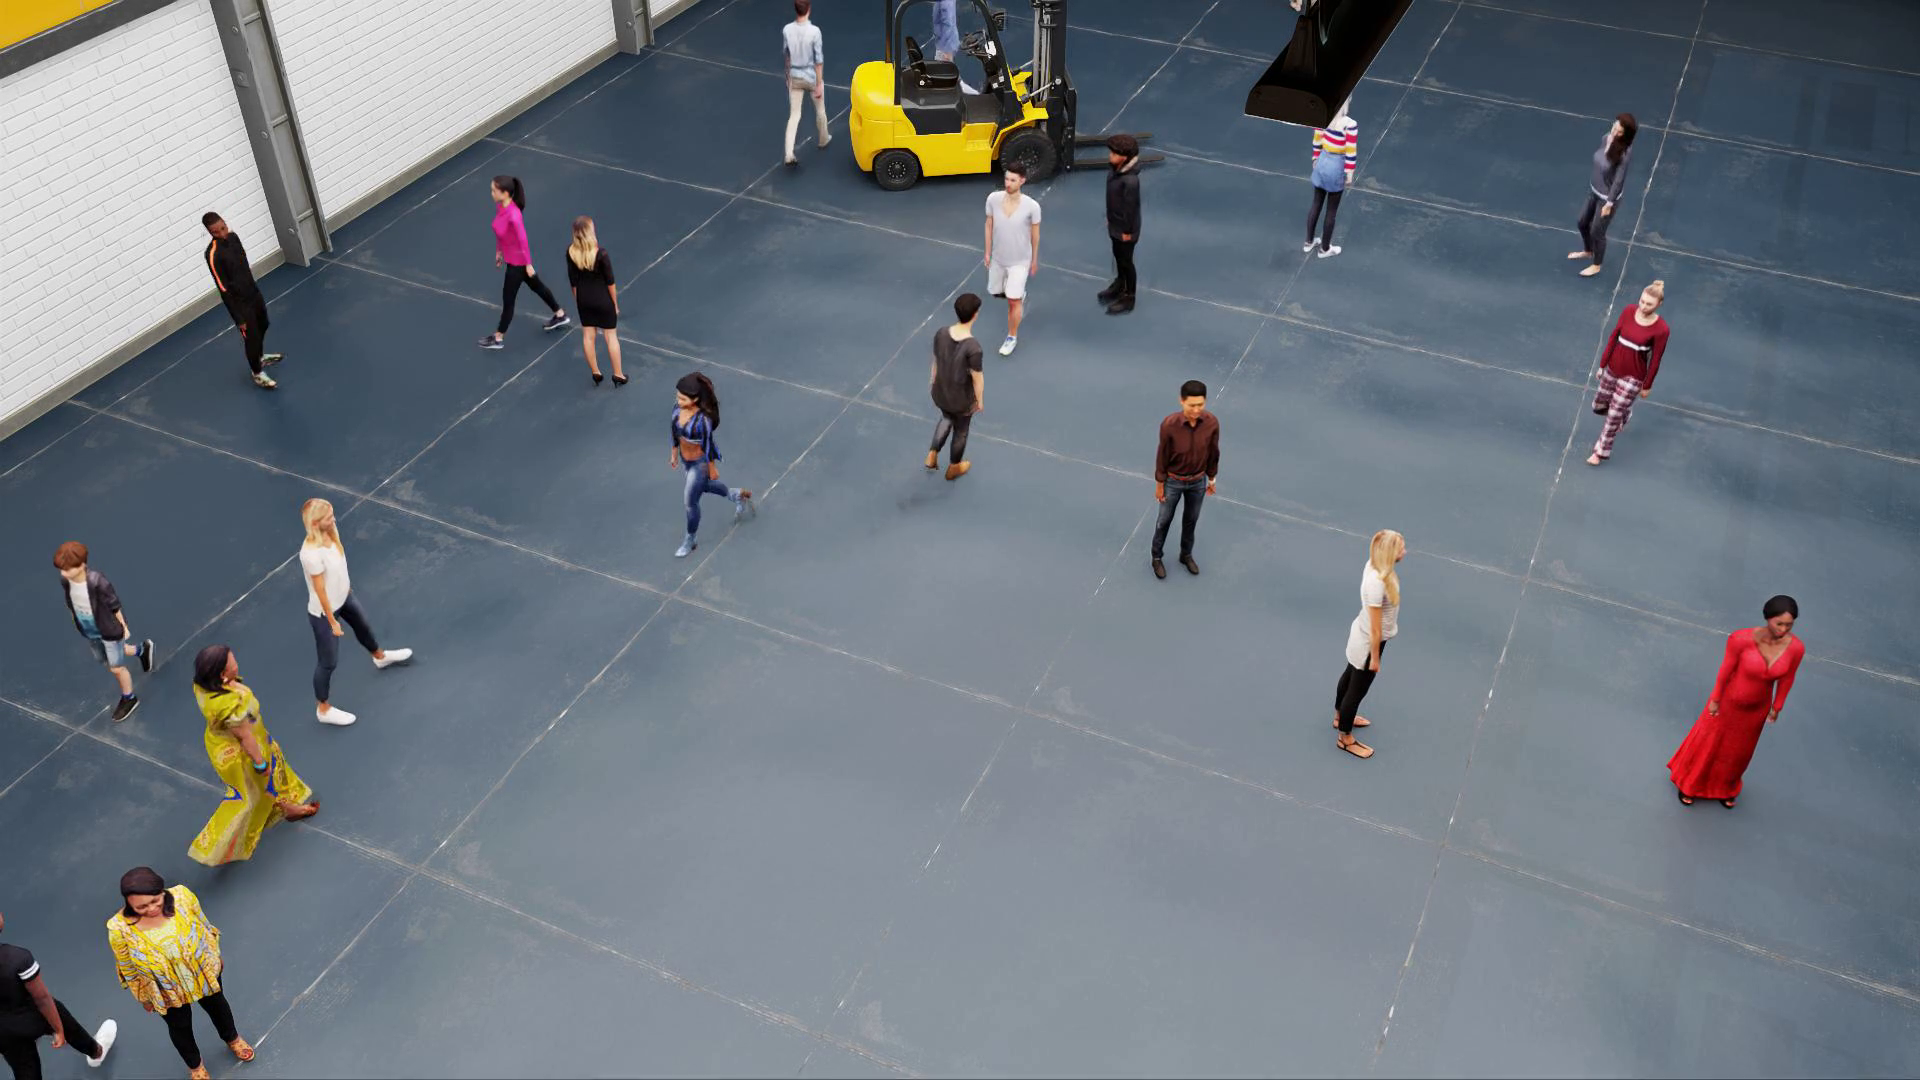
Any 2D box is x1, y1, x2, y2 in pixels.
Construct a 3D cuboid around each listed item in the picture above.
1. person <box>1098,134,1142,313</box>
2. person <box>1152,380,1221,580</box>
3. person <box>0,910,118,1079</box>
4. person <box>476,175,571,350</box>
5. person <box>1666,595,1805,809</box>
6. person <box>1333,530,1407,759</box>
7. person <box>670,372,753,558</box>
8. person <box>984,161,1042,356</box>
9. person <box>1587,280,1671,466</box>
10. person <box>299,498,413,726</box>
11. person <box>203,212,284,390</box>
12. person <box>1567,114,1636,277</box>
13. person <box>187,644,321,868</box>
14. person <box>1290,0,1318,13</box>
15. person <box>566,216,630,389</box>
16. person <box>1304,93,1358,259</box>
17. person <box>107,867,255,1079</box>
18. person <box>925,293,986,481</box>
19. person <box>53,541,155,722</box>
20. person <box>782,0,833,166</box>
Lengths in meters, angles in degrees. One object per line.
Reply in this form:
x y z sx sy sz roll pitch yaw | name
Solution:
1.577 -3.021 15.770 0.785 1.763 0.720 -11 40 -14 | person
1.686 -0.471 12.566 0.706 1.776 0.719 -7 39 -8 | person
-4.973 2.610 8.768 0.911 1.701 1.124 -2 39 -2 | person
-3.988 -2.583 15.326 1.202 1.644 1.035 -20 43 -23 | person
5.027 1.040 10.677 0.721 1.784 0.725 6 39 8 | person
2.715 0.664 11.106 0.718 1.827 0.568 4 39 5 | person
-1.991 -0.633 12.919 1.105 1.591 0.864 -30 48 -32 | person
0.513 -2.636 15.228 0.659 1.838 0.947 16 41 19 | person
5.570 -1.414 13.821 0.935 1.685 0.819 -27 46 -29 | person
-4.303 0.450 11.416 1.059 1.774 0.900 1 39 1 | person
-6.331 -2.121 14.633 0.977 1.776 0.740 -4 39 -5 | person
6.329 -3.388 16.253 0.871 1.735 0.790 -1 39 -1 | person
-4.565 1.368 10.388 1.213 1.633 1.000 -30 47 -32 | person
4.625 -7.800 21.816 0.706 1.697 0.725 -3 39 -4 | person
-3.221 -2.091 14.675 0.586 1.676 0.533 8 39 10 | person
3.691 -3.693 16.576 0.674 1.808 0.718 -27 46 -29 | person
-4.272 2.373 9.102 0.871 1.655 0.791 30 47 32 | person
-0.083 -1.181 13.524 0.739 1.691 0.810 23 44 26 | person
-5.912 0.562 11.549 0.625 1.433 0.866 9 40 11 | person
-1.734 -4.969 18.178 0.755 1.803 1.253 12 40 15 | person
